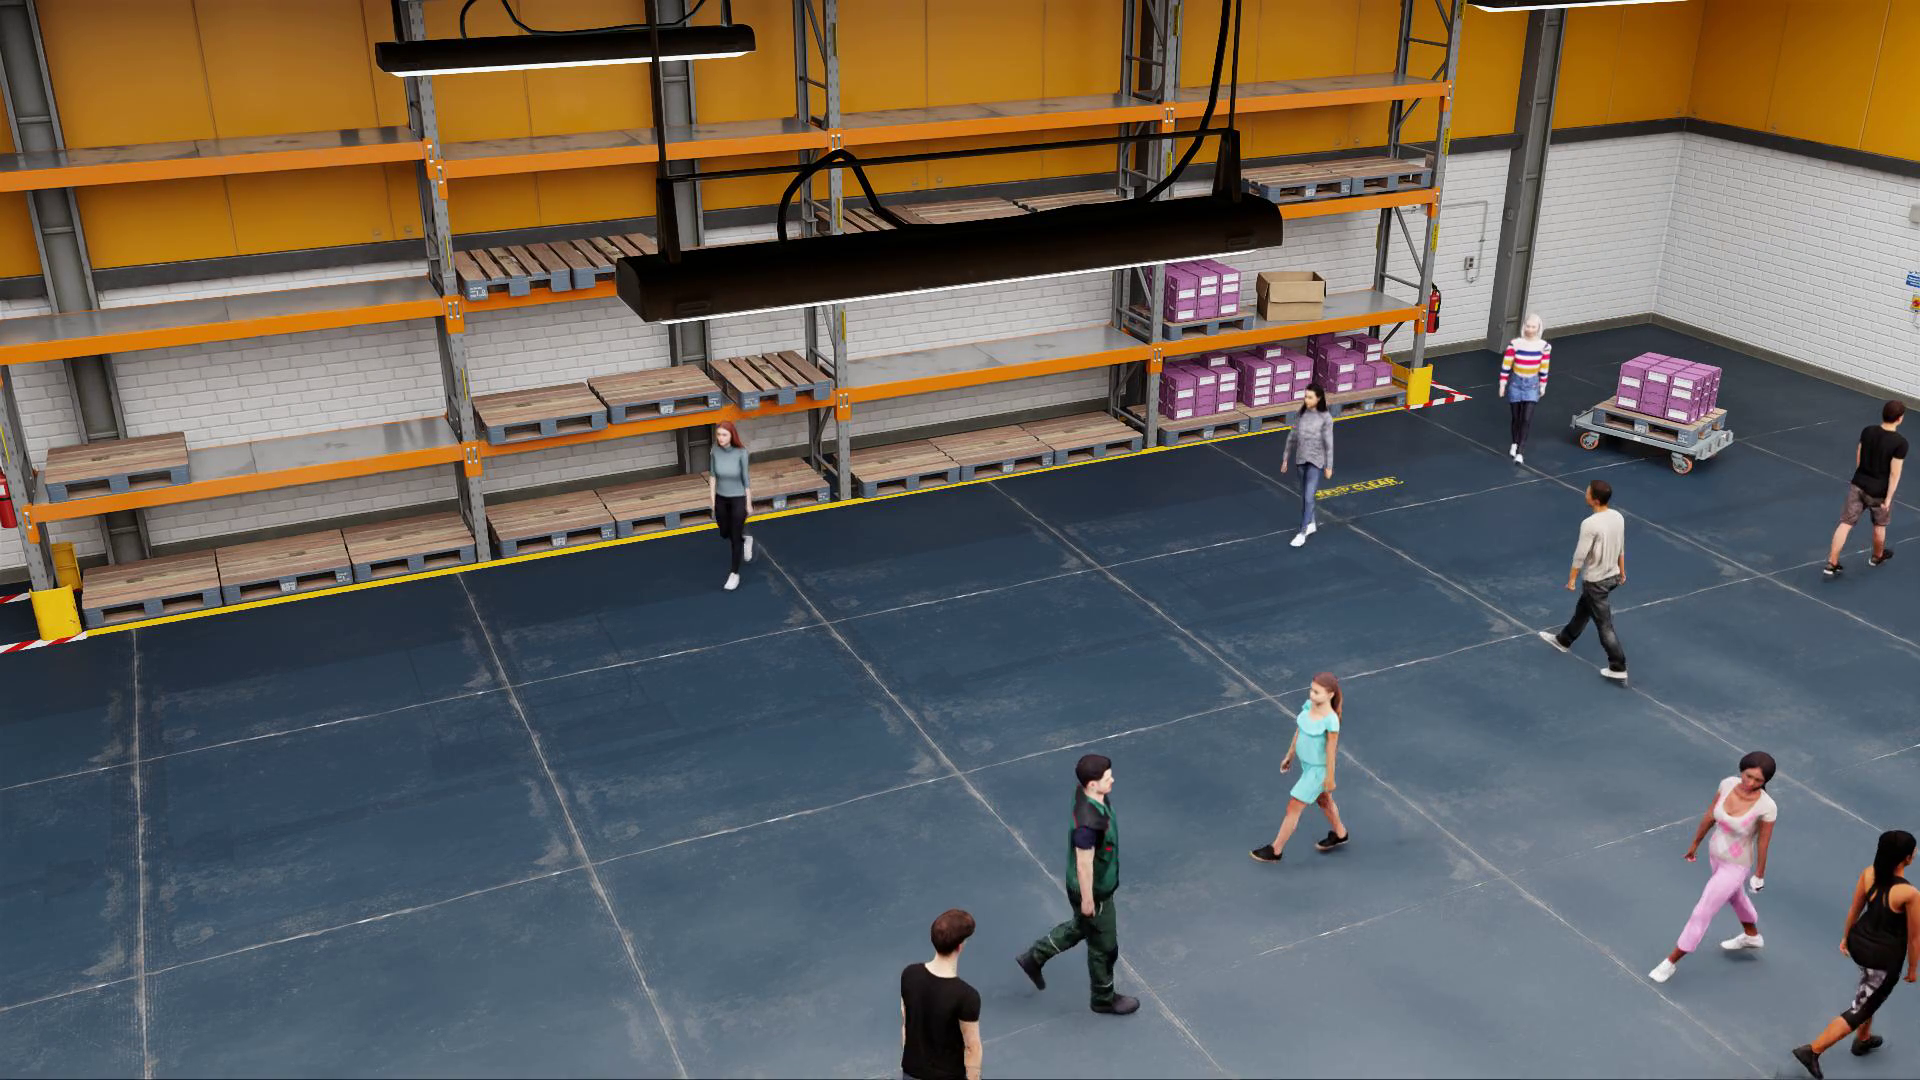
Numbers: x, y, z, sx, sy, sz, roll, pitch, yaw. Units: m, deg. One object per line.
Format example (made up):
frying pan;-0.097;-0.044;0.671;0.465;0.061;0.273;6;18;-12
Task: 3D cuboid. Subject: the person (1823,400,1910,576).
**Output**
person;8.983;-0.483;16.527;1.260;1.816;0.818;-16;28;-32

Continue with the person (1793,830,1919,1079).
person;5.432;2.496;9.933;1.054;1.638;0.689;-5;24;-11

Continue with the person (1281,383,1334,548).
person;3.730;-0.836;17.462;0.851;1.712;0.998;21;31;40

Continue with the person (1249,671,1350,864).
person;2.634;1.638;12.044;1.094;1.518;0.700;-5;24;-12

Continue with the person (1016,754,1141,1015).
person;0.746;2.147;10.422;1.151;1.885;0.961;1;24;2

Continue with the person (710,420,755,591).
person;-2.222;-0.392;16.422;0.945;1.732;0.991;7;24;15

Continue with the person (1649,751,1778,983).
person;5.054;2.101;10.773;1.211;1.689;0.722;-6;24;-14

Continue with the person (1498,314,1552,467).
person;6.646;-1.797;19.589;1.082;1.770;1.157;9;25;20

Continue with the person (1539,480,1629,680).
person;5.712;0.382;14.607;1.155;1.768;0.913;-14;27;-29

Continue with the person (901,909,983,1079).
person;-0.191;2.880;8.777;0.975;1.859;1.098;14;27;29
